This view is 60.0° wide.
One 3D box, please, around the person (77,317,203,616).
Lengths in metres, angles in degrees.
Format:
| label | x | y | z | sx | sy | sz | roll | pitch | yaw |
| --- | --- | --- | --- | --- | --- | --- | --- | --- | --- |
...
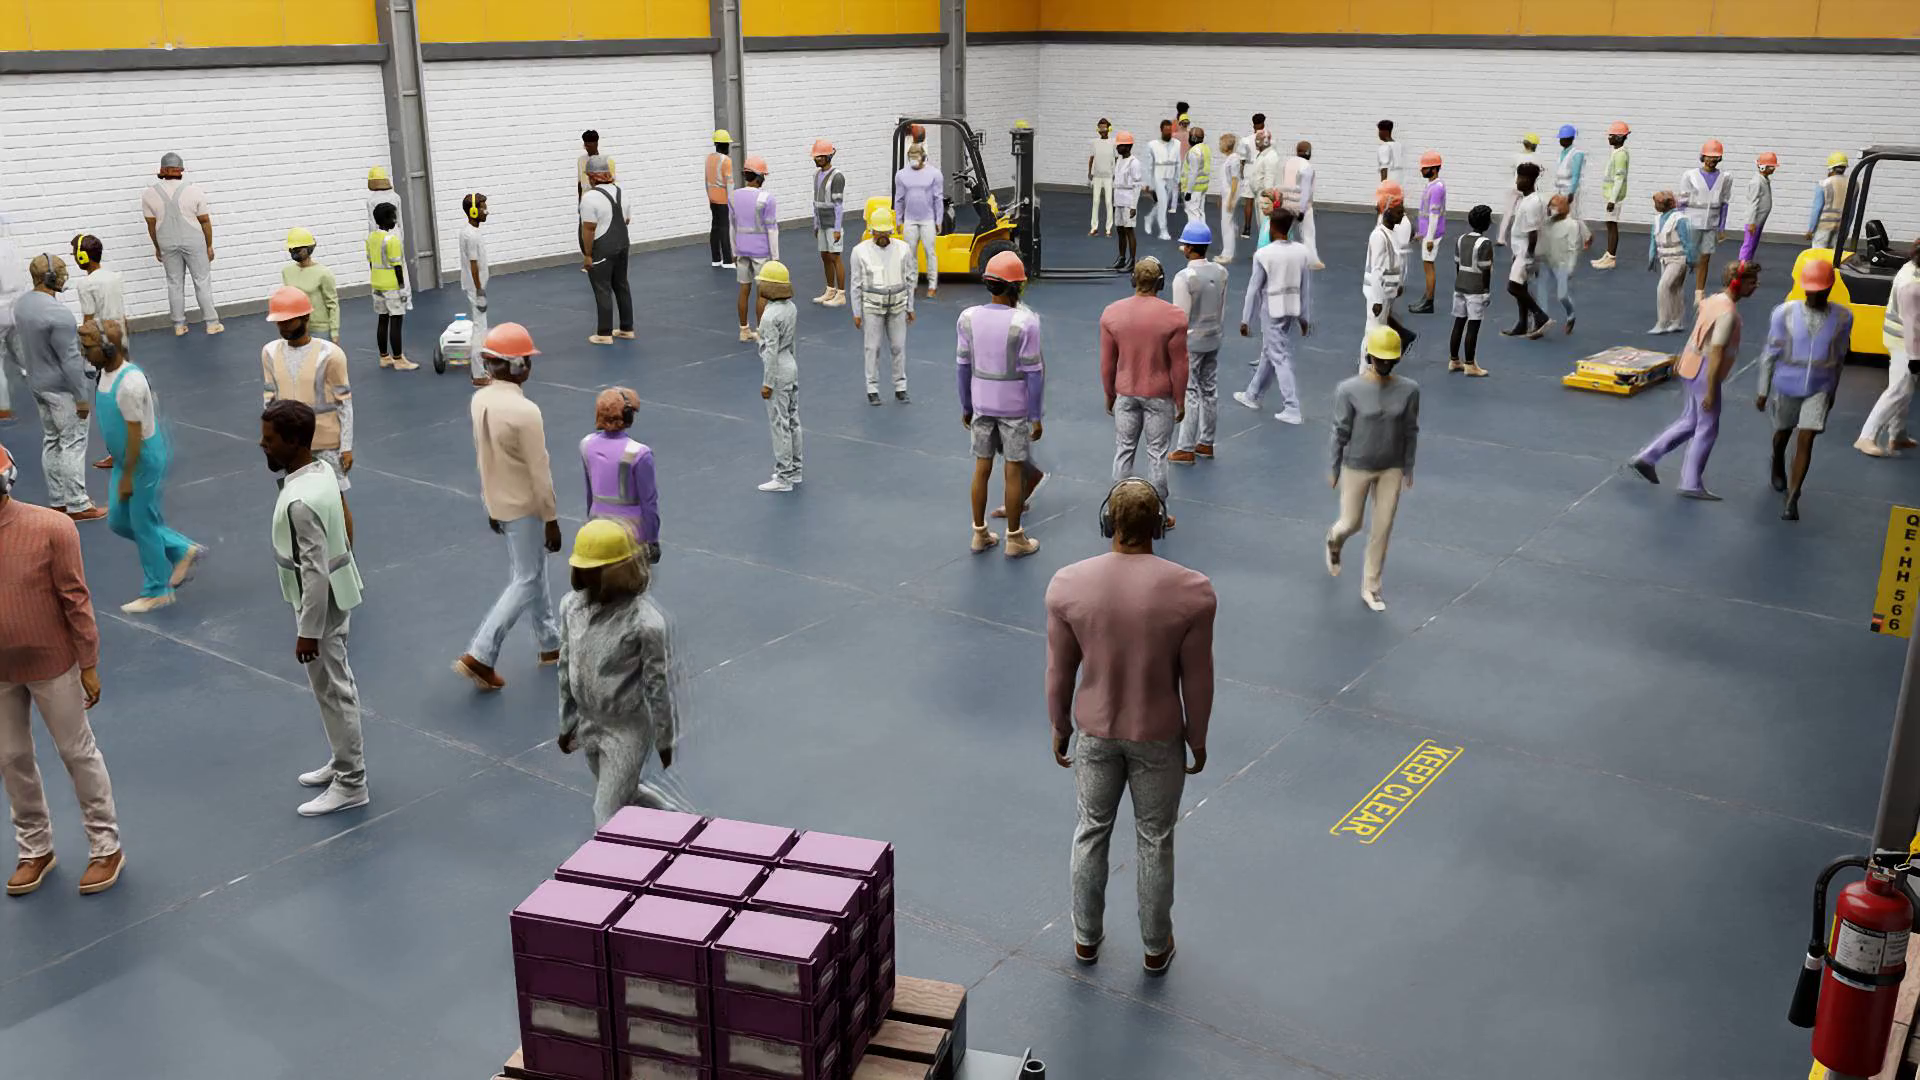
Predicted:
| label | x | y | z | sx | sy | sz | roll | pitch | yaw |
| --- | --- | --- | --- | --- | --- | --- | --- | --- | --- |
| person | -4.944 | -0.451 | 10.029 | 0.504 | 1.826 | 0.528 | 15 | 23 | 38 |

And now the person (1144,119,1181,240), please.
| label | x | y | z | sx | sy | sz | roll | pitch | yaw |
| --- | --- | --- | --- | --- | --- | --- | --- | --- | --- |
| person | 3.200 | -5.796 | 26.658 | 0.599 | 1.884 | 0.874 | -9 | 20 | -26 |

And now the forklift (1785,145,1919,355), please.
| label | x | y | z | sx | sy | sz | roll | pitch | yaw |
| --- | --- | --- | --- | --- | --- | --- | --- | --- | --- |
| forklift | 9.803 | -2.879 | 17.013 | 2.313 | 2.155 | 1.214 | 12 | 21 | 33 |

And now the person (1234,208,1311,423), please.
| label | x | y | z | sx | sy | sz | roll | pitch | yaw |
| --- | --- | --- | --- | --- | --- | --- | --- | --- | --- |
| person | 2.802 | -2.026 | 14.877 | 0.609 | 1.863 | 0.993 | -10 | 20 | -29 |

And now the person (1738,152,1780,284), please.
| label | x | y | z | sx | sy | sz | roll | pitch | yaw |
| --- | --- | --- | --- | --- | --- | --- | --- | --- | --- |
| person | 10.540 | -4.231 | 21.955 | 0.343 | 1.749 | 0.573 | 12 | 22 | 34 |

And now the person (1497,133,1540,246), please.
| label | x | y | z | sx | sy | sz | roll | pitch | yaw |
| --- | --- | --- | --- | --- | --- | --- | --- | --- | --- |
| person | 8.712 | -5.418 | 25.740 | 0.948 | 1.708 | 0.524 | -13 | 22 | -34 |

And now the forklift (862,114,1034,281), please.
| label | x | y | z | sx | sy | sz | roll | pitch | yaw |
| --- | --- | --- | --- | --- | --- | --- | --- | --- | --- |
| forklift | -0.171 | -4.594 | 22.377 | 2.313 | 2.155 | 1.214 | 1 | 18 | 3 |

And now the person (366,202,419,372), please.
| label | x | y | z | sx | sy | sz | roll | pitch | yaw |
| --- | --- | --- | --- | --- | --- | --- | --- | --- | --- |
| person | -5.764 | -2.554 | 16.805 | 0.538 | 1.692 | 0.319 | 15 | 23 | 39 |

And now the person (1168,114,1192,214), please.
| label | x | y | z | sx | sy | sz | roll | pitch | yaw |
| --- | --- | --- | --- | --- | --- | --- | --- | --- | --- |
| person | 3.980 | -6.729 | 29.773 | 0.533 | 1.754 | 0.342 | -3 | 18 | -10 |

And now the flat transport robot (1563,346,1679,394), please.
| label | x | y | z | sx | sy | sz | roll | pitch | yaw |
| --- | --- | --- | --- | --- | --- | --- | --- | --- | --- |
| flat transport robot | 6.565 | -1.690 | 16.404 | 0.652 | 0.197 | 1.431 | 15 | 23 | 40 |

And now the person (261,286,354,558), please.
| label | x | y | z | sx | sy | sz | roll | pitch | yaw |
| --- | --- | --- | --- | --- | --- | --- | --- | --- | --- |
| person | -4.054 | -0.616 | 10.352 | 0.551 | 1.934 | 0.373 | 2 | 18 | 6 |

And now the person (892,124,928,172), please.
| label | x | y | z | sx | sy | sz | roll | pitch | yaw |
| --- | --- | --- | --- | --- | --- | --- | --- | --- | --- |
| person | -0.807 | -5.790 | 26.564 | 0.593 | 1.917 | 0.385 | -5 | 18 | -15 |

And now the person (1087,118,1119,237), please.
| label | x | y | z | sx | sy | sz | roll | pitch | yaw |
| --- | --- | --- | --- | --- | --- | --- | --- | --- | --- |
| person | 2.303 | -5.823 | 26.747 | 0.532 | 1.870 | 0.315 | 5 | 18 | 15 |

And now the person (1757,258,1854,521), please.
| label | x | y | z | sx | sy | sz | roll | pitch | yaw |
| --- | --- | --- | --- | --- | --- | --- | --- | --- | --- |
| person | 6.133 | -1.158 | 12.132 | 0.547 | 1.882 | 0.974 | 7 | 19 | 21 |

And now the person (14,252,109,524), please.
| label | x | y | z | sx | sy | sz | roll | pitch | yaw |
| --- | --- | --- | --- | --- | --- | --- | --- | --- | --- |
| person | -6.368 | -1.062 | 11.770 | 0.635 | 1.928 | 0.381 | 12 | 22 | 34 |

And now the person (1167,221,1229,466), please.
| label | x | y | z | sx | sy | sz | roll | pitch | yaw |
| --- | --- | --- | --- | --- | --- | --- | --- | --- | --- |
| person | 1.878 | -1.569 | 13.311 | 0.602 | 1.949 | 0.389 | -16 | 24 | -41 |

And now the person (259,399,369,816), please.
| label | x | y | z | sx | sy | sz | roll | pitch | yaw |
| --- | --- | --- | --- | --- | --- | --- | --- | --- | --- |
| person | -2.902 | 0.297 | 7.523 | 0.392 | 1.921 | 0.593 | -6 | 19 | -17 |

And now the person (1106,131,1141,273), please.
| label | x | y | z | sx | sy | sz | roll | pitch | yaw |
| --- | --- | --- | --- | --- | --- | --- | --- | --- | --- |
| person | 2.267 | -4.674 | 23.043 | 0.367 | 1.935 | 0.552 | -8 | 20 | -24 |

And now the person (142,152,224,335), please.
| label | x | y | z | sx | sy | sz | roll | pitch | yaw |
| --- | --- | --- | --- | --- | --- | --- | --- | --- | --- |
| person | -8.709 | -3.328 | 18.665 | 0.679 | 2.000 | 0.537 | -3 | 18 | -8 |

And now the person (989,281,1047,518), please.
| label | x | y | z | sx | sy | sz | roll | pitch | yaw |
| --- | --- | --- | --- | --- | --- | --- | --- | --- | --- |
| person | 0.395 | -1.073 | 11.907 | 0.462 | 1.856 | 0.568 | -11 | 21 | -30 |

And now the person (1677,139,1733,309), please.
| label | x | y | z | sx | sy | sz | roll | pitch | yaw |
| --- | --- | --- | --- | --- | --- | --- | --- | --- | --- |
| person | 9.034 | -3.833 | 20.243 | 0.607 | 2.044 | 0.371 | 1 | 18 | 4 |

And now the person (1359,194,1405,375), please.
| label | x | y | z | sx | sy | sz | roll | pitch | yaw |
| --- | --- | --- | --- | --- | --- | --- | --- | --- | --- |
| person | 4.001 | -2.327 | 15.787 | 0.337 | 1.882 | 0.585 | 7 | 19 | 22 |

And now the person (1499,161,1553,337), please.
| label | x | y | z | sx | sy | sz | roll | pitch | yaw |
| --- | --- | --- | --- | --- | --- | --- | --- | --- | --- |
| person | 6.277 | -3.180 | 18.357 | 0.467 | 1.953 | 0.614 | 5 | 19 | 17 |

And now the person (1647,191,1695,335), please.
| label | x | y | z | sx | sy | sz | roll | pitch | yaw |
| --- | --- | --- | --- | --- | --- | --- | --- | --- | --- |
| person | 7.970 | -3.114 | 18.697 | 0.650 | 1.595 | 0.534 | -3 | 18 | -9 |

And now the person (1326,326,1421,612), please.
| label | x | y | z | sx | sy | sz | roll | pitch | yaw |
| --- | --- | --- | --- | --- | --- | --- | --- | --- | --- |
| person | 2.514 | -0.472 | 10.216 | 0.526 | 1.747 | 0.601 | -1 | 18 | -4 |

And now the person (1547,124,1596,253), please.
| label | x | y | z | sx | sy | sz | roll | pitch | yaw |
| --- | --- | --- | --- | --- | --- | --- | --- | --- | --- |
| person | 9.131 | -5.228 | 24.825 | 0.857 | 1.915 | 0.596 | -5 | 19 | -17 |

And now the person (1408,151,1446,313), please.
| label | x | y | z | sx | sy | sz | roll | pitch | yaw |
| --- | --- | --- | --- | --- | --- | --- | --- | --- | --- |
| person | 5.628 | -3.700 | 20.015 | 0.390 | 1.929 | 0.546 | 3 | 18 | 11 |

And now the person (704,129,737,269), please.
| label | x | y | z | sx | sy | sz | roll | pitch | yaw |
| --- | --- | --- | --- | --- | --- | --- | --- | --- | --- |
| person | -3.354 | -4.803 | 23.461 | 0.384 | 1.928 | 0.588 | -15 | 23 | -39 |

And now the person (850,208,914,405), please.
| label | x | y | z | sx | sy | sz | roll | pitch | yaw |
| --- | --- | --- | --- | --- | --- | --- | --- | --- | --- |
| person | -0.709 | -2.150 | 15.345 | 0.602 | 1.819 | 0.403 | -6 | 19 | -18 |

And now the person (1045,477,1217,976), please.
| label | x | y | z | sx | sy | sz | roll | pitch | yaw |
| --- | --- | --- | --- | --- | --- | --- | --- | --- | --- |
| person | 0.625 | 0.711 | 6.212 | 0.625 | 1.933 | 0.376 | 4 | 18 | 13 |

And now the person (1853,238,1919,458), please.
| label | x | y | z | sx | sy | sz | roll | pitch | yaw |
| --- | --- | --- | --- | --- | --- | --- | --- | --- | --- |
| person | 7.716 | -1.579 | 13.580 | 0.504 | 1.809 | 0.724 | 9 | 20 | 25 |

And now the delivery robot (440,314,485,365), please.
| label | x | y | z | sx | sy | sz | roll | pitch | yaw |
| --- | --- | --- | --- | --- | --- | --- | --- | --- | --- |
| delivery robot | -5.065 | -2.060 | 16.937 | 0.477 | 0.478 | 0.707 | -1 | 17 | -6 |
